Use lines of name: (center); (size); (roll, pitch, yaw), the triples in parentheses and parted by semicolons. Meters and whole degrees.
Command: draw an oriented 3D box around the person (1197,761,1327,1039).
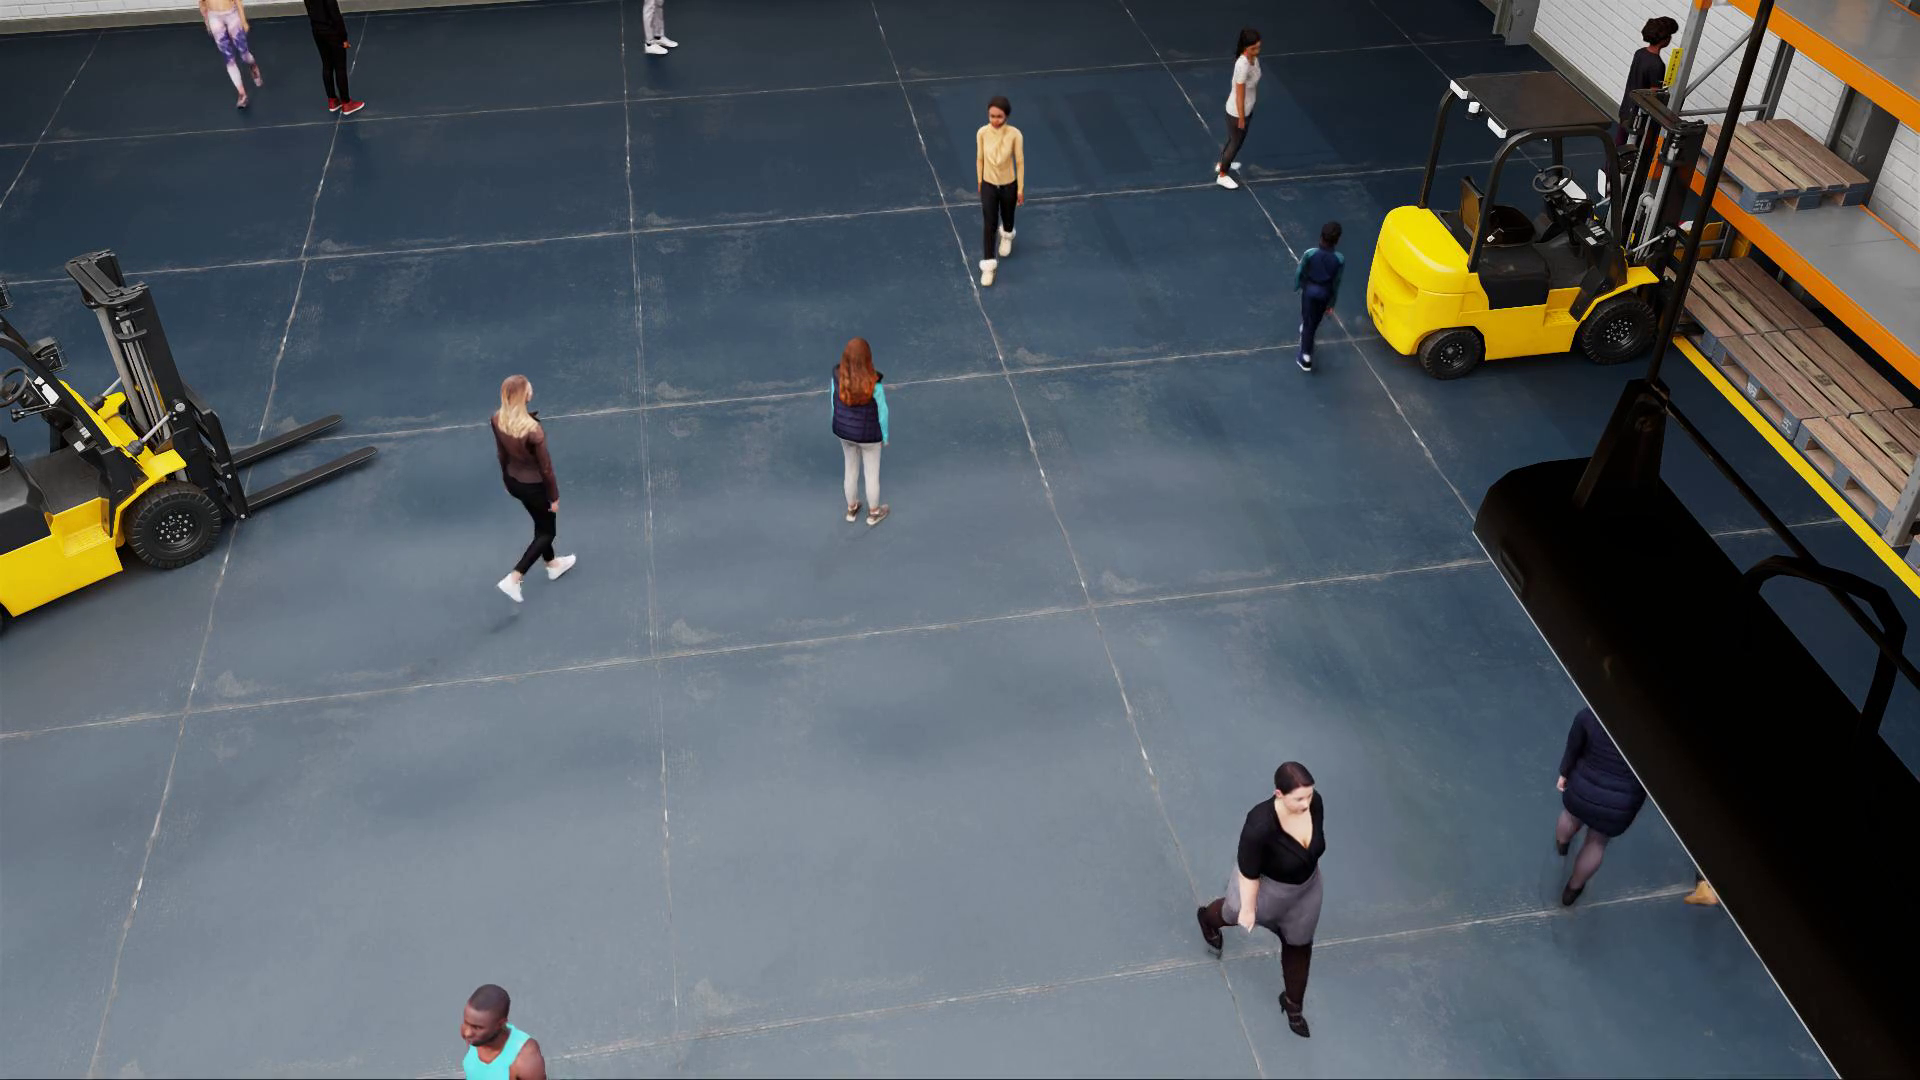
person: (1.528, 1.719, 8.500); (0.925, 1.718, 1.208); (-20, 43, -23)

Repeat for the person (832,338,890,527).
person: (-0.709, -0.772, 11.794); (0.679, 1.499, 0.720); (14, 41, 17)

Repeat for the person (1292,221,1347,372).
person: (2.894, -1.952, 13.499); (0.658, 1.214, 0.947); (1, 39, 1)

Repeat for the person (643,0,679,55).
person: (-3.444, -6.369, 18.533); (0.801, 1.835, 0.654); (11, 40, 14)

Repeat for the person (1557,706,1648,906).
person: (3.478, 1.372, 8.980); (0.920, 1.660, 0.989); (21, 43, 24)

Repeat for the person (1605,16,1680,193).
person: (6.409, -4.067, 15.692); (0.680, 1.783, 0.493); (-7, 39, -9)

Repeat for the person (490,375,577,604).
person: (-2.917, -0.309, 11.065); (0.969, 1.686, 1.044); (22, 43, 25)

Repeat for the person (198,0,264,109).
person: (-7.681, -5.456, 17.450); (0.627, 1.760, 0.816); (-3, 39, -4)

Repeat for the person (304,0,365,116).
person: (-6.561, -5.250, 17.259); (0.675, 1.677, 0.713); (18, 42, 21)

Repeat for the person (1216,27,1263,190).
person: (2.644, -4.143, 15.922); (0.881, 1.614, 0.749); (4, 39, 5)

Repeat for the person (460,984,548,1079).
person: (-1.884, 2.548, 7.418); (1.101, 1.771, 1.209); (20, 43, 23)

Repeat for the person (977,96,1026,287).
person: (0.372, -3.150, 14.665); (0.846, 1.632, 1.168); (6, 39, 7)
